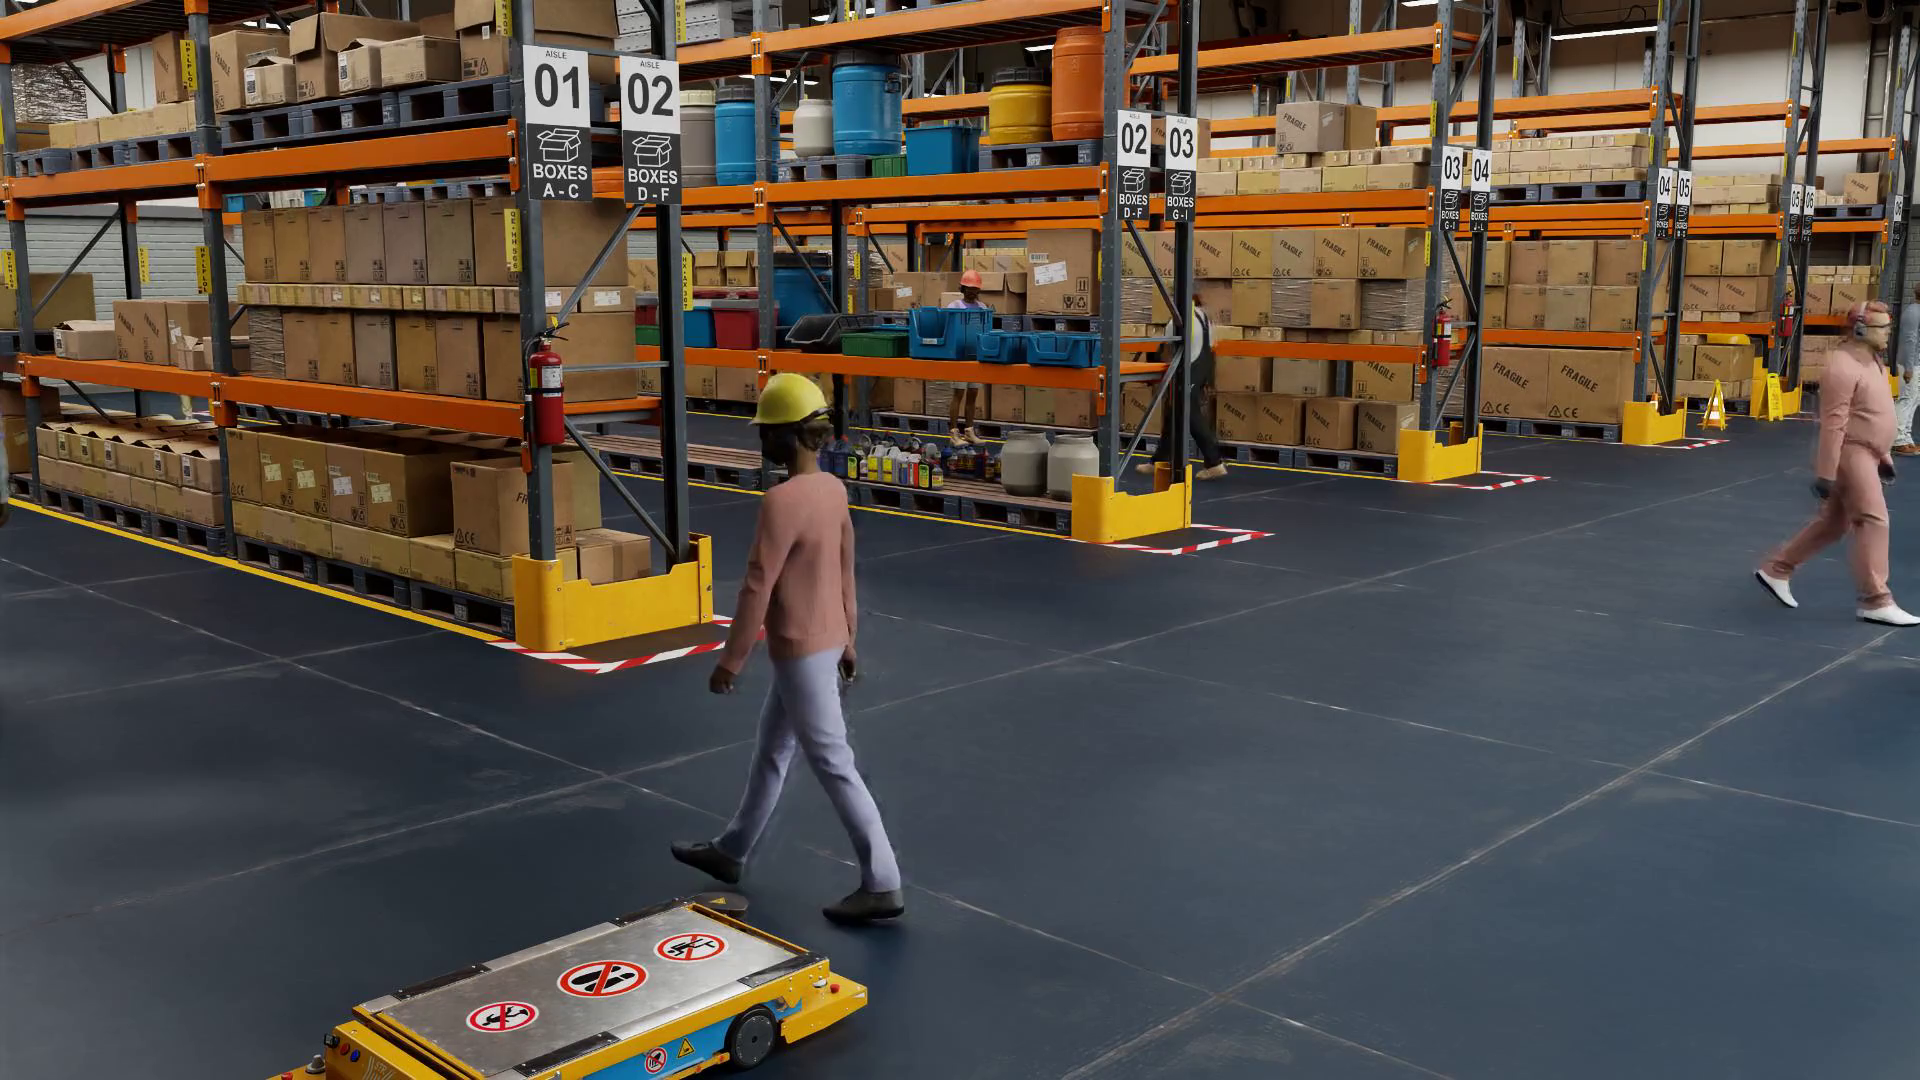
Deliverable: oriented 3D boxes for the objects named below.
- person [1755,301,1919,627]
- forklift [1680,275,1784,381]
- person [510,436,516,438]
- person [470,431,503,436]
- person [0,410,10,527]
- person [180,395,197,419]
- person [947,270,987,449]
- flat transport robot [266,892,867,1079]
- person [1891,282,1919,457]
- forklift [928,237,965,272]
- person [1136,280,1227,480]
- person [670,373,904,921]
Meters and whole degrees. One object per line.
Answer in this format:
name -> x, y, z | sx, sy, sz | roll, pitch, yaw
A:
person -> 5.231, -0.475, 9.826 | 0.910, 1.871, 0.643 | 7, 12, 38
forklift -> 12.480, -3.427, 27.053 | 1.214, 2.155, 2.313 | 9, 13, 43
person -> -4.367, -1.482, 16.075 | 0.400, 1.833, 0.520 | 6, 11, 34
person -> -4.228, -1.193, 14.938 | 0.501, 1.632, 0.280 | -9, 13, -44
person -> -5.005, -0.238, 8.210 | 0.564, 1.915, 0.446 | -5, 11, -29
person -> -10.371, -2.380, 22.268 | 0.512, 1.616, 0.543 | -7, 11, -35
person -> 0.115, -2.081, 19.155 | 0.609, 2.036, 0.402 | -9, 13, -44
flat transport robot -> -0.980, 1.246, 4.283 | 0.652, 0.197, 1.431 | 9, 13, 43
person -> 10.571, -1.909, 18.398 | 0.629, 1.939, 0.372 | -9, 13, -44
forklift -> -0.326, -5.817, 39.609 | 1.129, 2.768, 1.873 | 9, 13, 43
person -> 2.216, -1.598, 16.312 | 1.005, 2.000, 0.686 | 5, 10, 26
person -> -0.557, 0.341, 5.279 | 0.874, 1.722, 0.534 | 2, 10, 13
